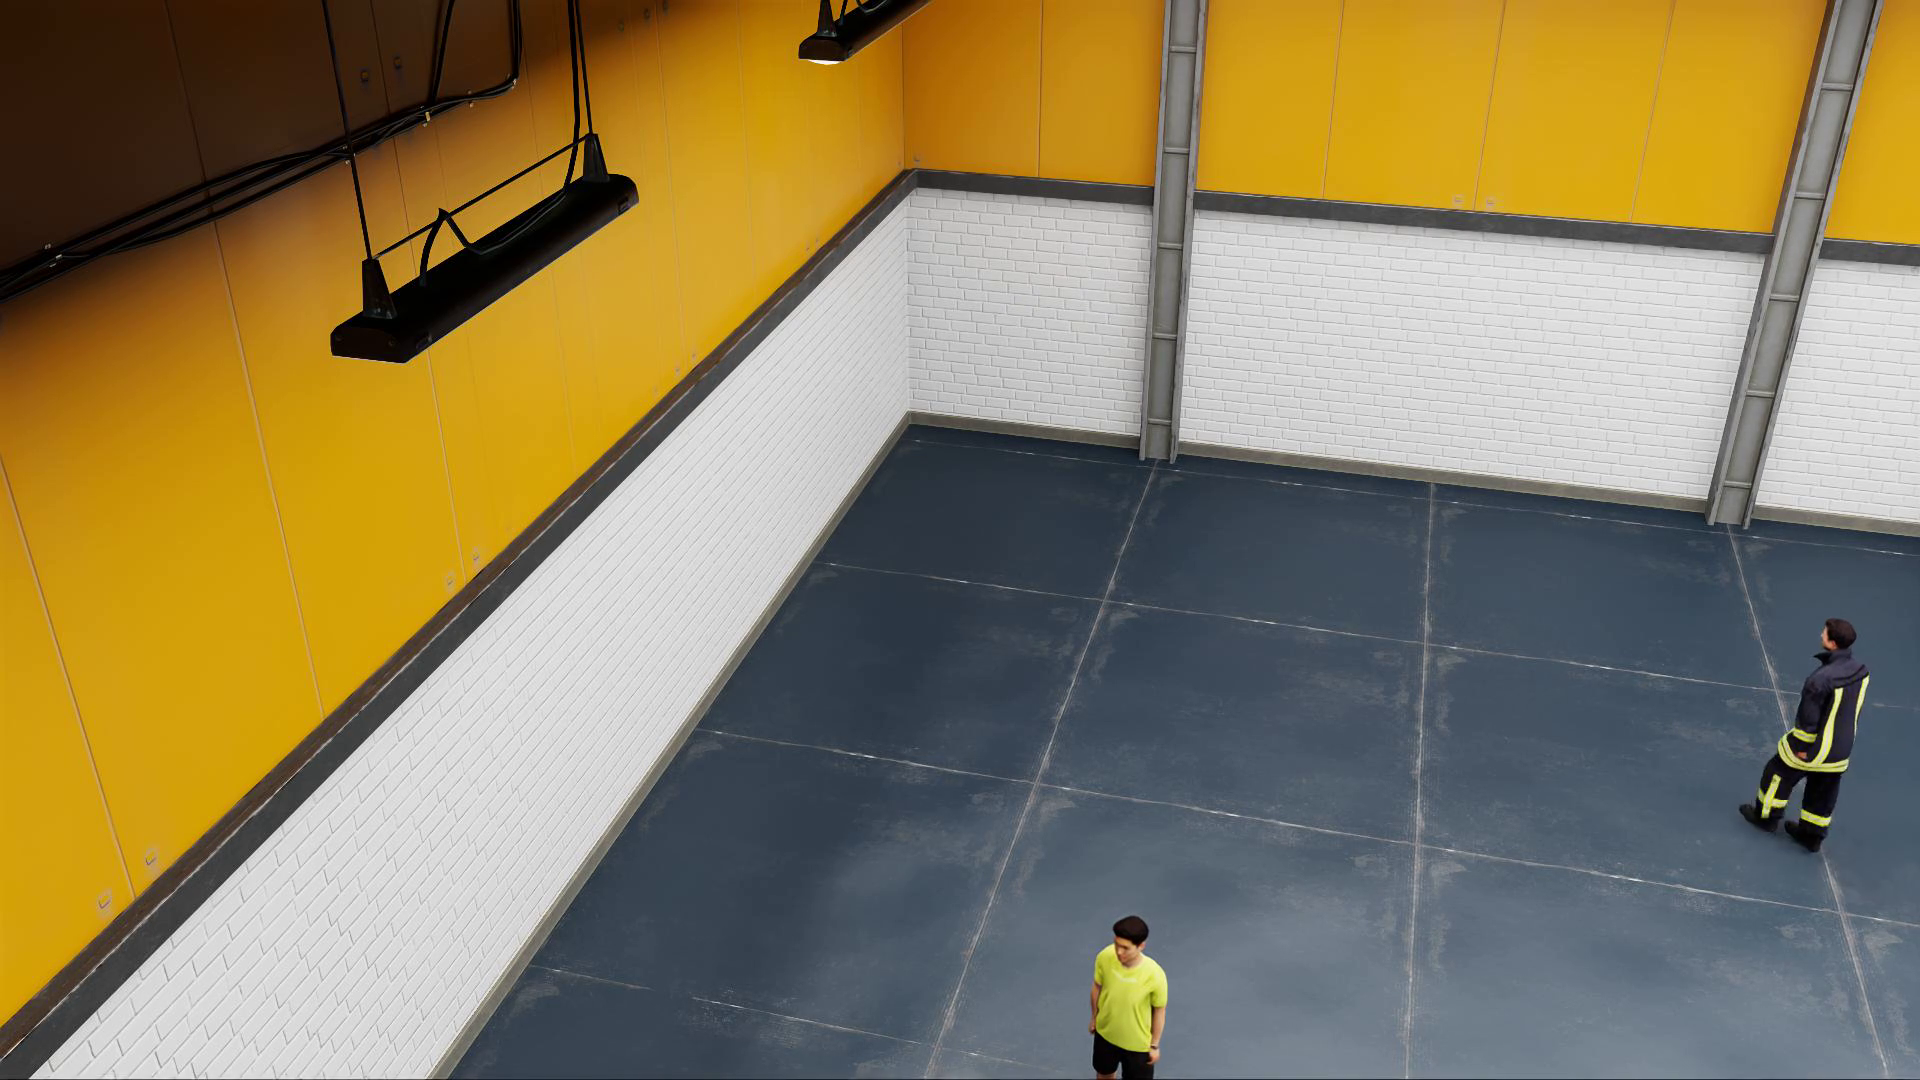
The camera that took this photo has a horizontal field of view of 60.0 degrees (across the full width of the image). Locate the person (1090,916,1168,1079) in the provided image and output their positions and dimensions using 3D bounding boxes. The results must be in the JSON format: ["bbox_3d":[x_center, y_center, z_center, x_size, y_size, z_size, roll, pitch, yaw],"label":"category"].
[{"bbox_3d":[0.994,2.908,9.949,0.573,1.708,0.734,16,33,27],"label":"person"}]

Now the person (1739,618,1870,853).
[{"bbox_3d":[6.467,1.496,12.331,1.008,1.905,1.072,-11,31,-20],"label":"person"}]
